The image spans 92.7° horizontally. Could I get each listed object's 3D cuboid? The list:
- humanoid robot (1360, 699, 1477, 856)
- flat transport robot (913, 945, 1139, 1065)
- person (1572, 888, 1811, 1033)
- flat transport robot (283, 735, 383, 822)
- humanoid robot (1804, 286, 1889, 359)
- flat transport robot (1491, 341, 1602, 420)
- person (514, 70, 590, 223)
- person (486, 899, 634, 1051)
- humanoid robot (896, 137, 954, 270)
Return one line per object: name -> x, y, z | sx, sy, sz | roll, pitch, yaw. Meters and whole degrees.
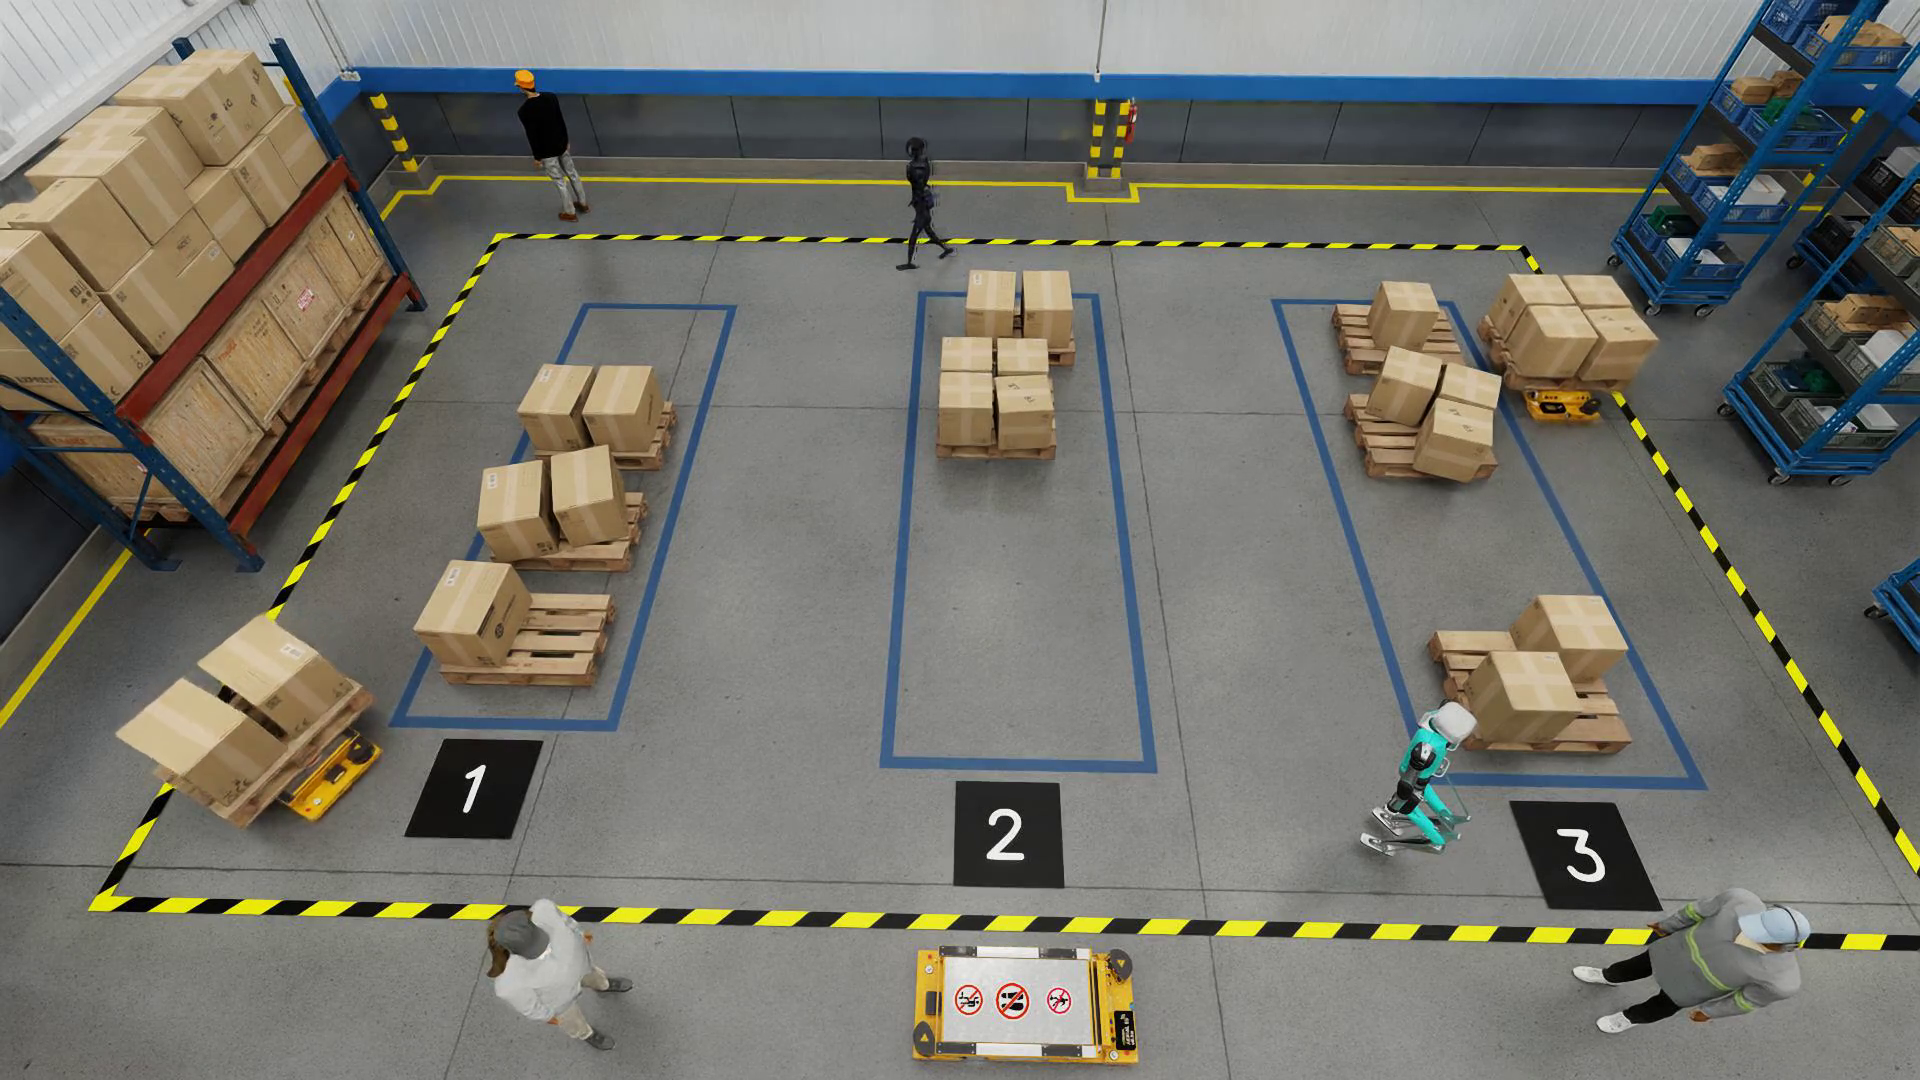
humanoid robot -> 3.164, 1.697, 6.068 | 0.735, 1.677, 0.533 | 34, 58, 24
flat transport robot -> 0.422, 3.041, 6.007 | 1.431, 0.231, 0.659 | 1, 51, 1
person -> 4.315, 2.516, 5.416 | 0.395, 1.848, 0.587 | -1, 51, -1
flat transport robot -> -5.323, 1.596, 7.167 | 1.431, 0.197, 0.652 | 21, 54, 16
humanoid robot -> 9.257, -2.229, 9.399 | 0.588, 1.635, 0.622 | 0, 51, 0
flat transport robot -> 6.361, -1.869, 9.992 | 0.652, 0.197, 1.431 | 1, 51, 1
person -> -5.100, -4.889, 11.433 | 0.379, 1.879, 0.584 | 23, 54, 18
person -> -2.377, 2.569, 5.426 | 0.402, 1.763, 0.561 | 6, 51, 5
humanoid robot -> -0.417, -3.970, 10.840 | 0.740, 1.640, 0.606 | -8, 51, -7
